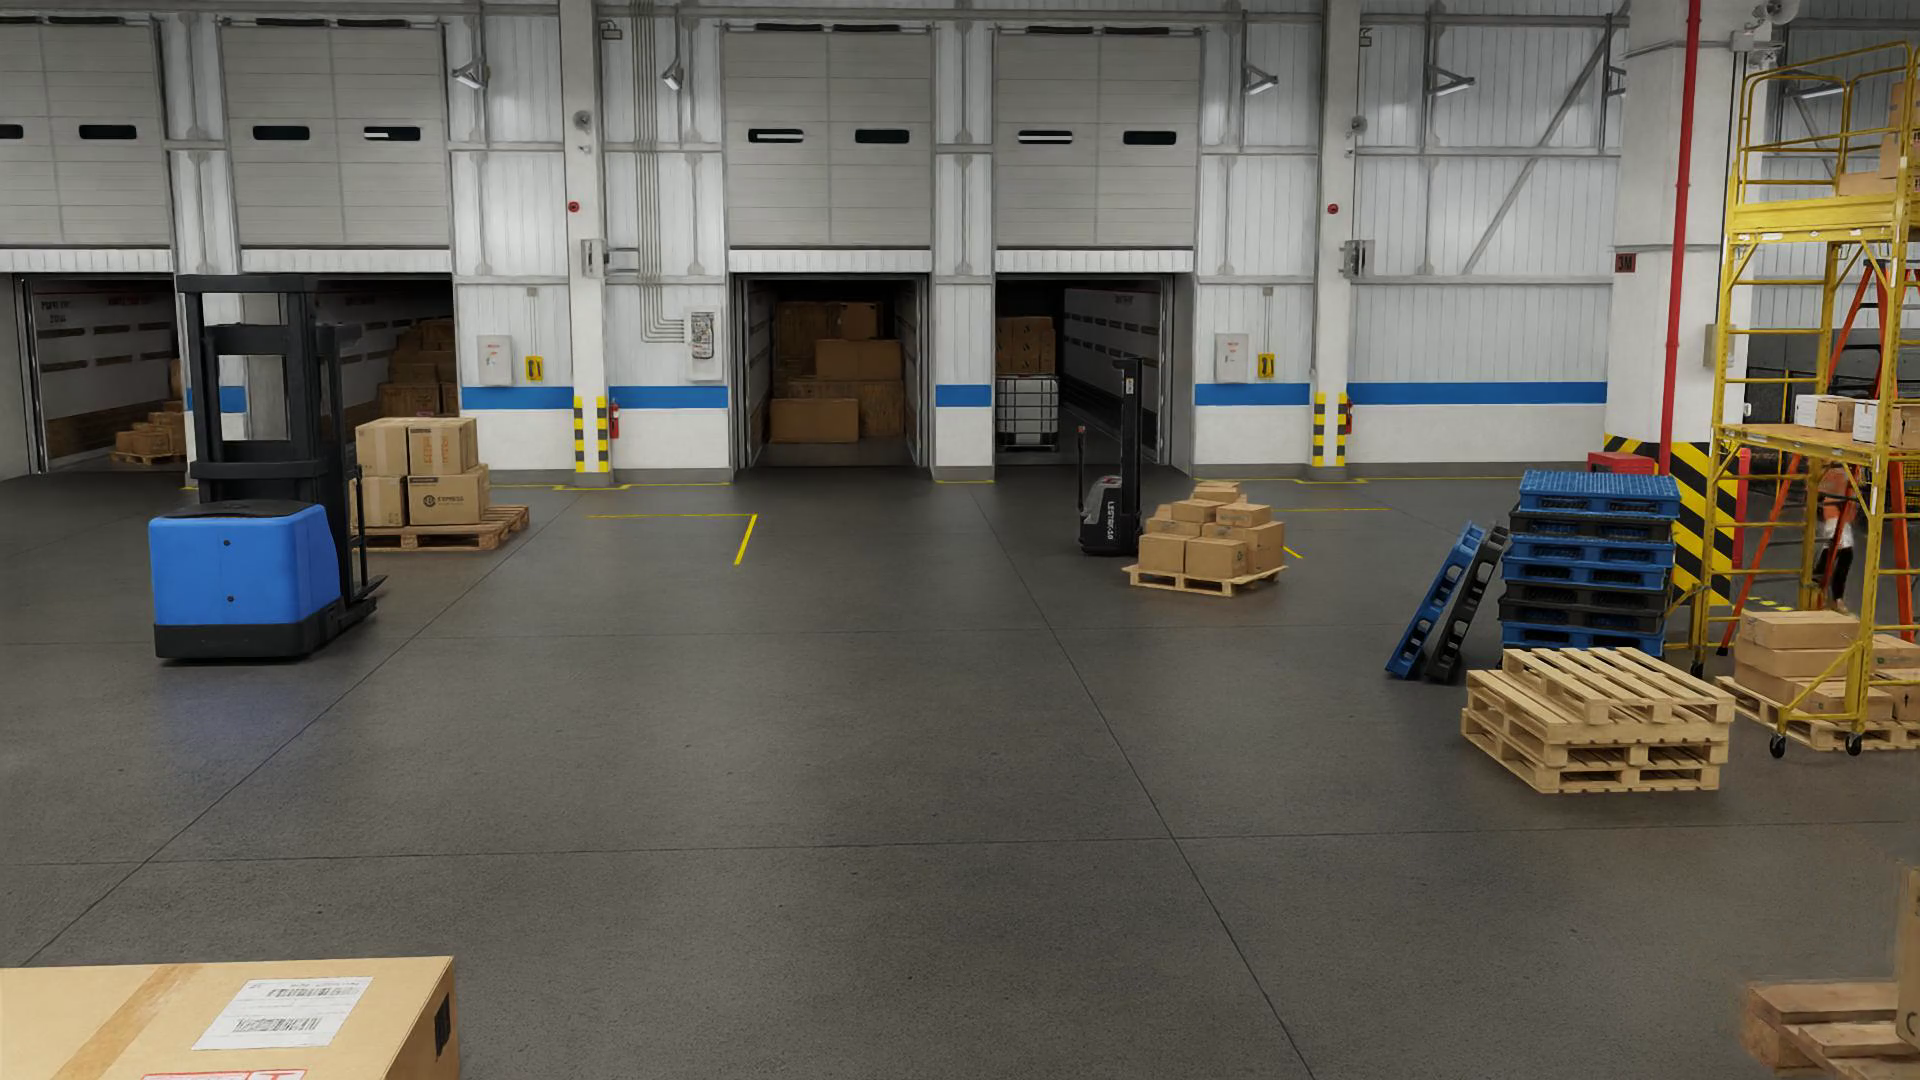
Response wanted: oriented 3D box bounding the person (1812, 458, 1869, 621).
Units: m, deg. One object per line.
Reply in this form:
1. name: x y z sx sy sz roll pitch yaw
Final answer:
1. person: 7.234 -0.164 13.548 0.548 1.670 0.645 -8 12 -40

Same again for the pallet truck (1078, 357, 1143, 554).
1. pallet truck: 2.088 -0.836 16.757 1.885 1.965 0.823 2 9 13

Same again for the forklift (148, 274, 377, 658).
1. forklift: -5.348 -0.627 12.681 1.129 2.768 1.873 -1 9 -4
